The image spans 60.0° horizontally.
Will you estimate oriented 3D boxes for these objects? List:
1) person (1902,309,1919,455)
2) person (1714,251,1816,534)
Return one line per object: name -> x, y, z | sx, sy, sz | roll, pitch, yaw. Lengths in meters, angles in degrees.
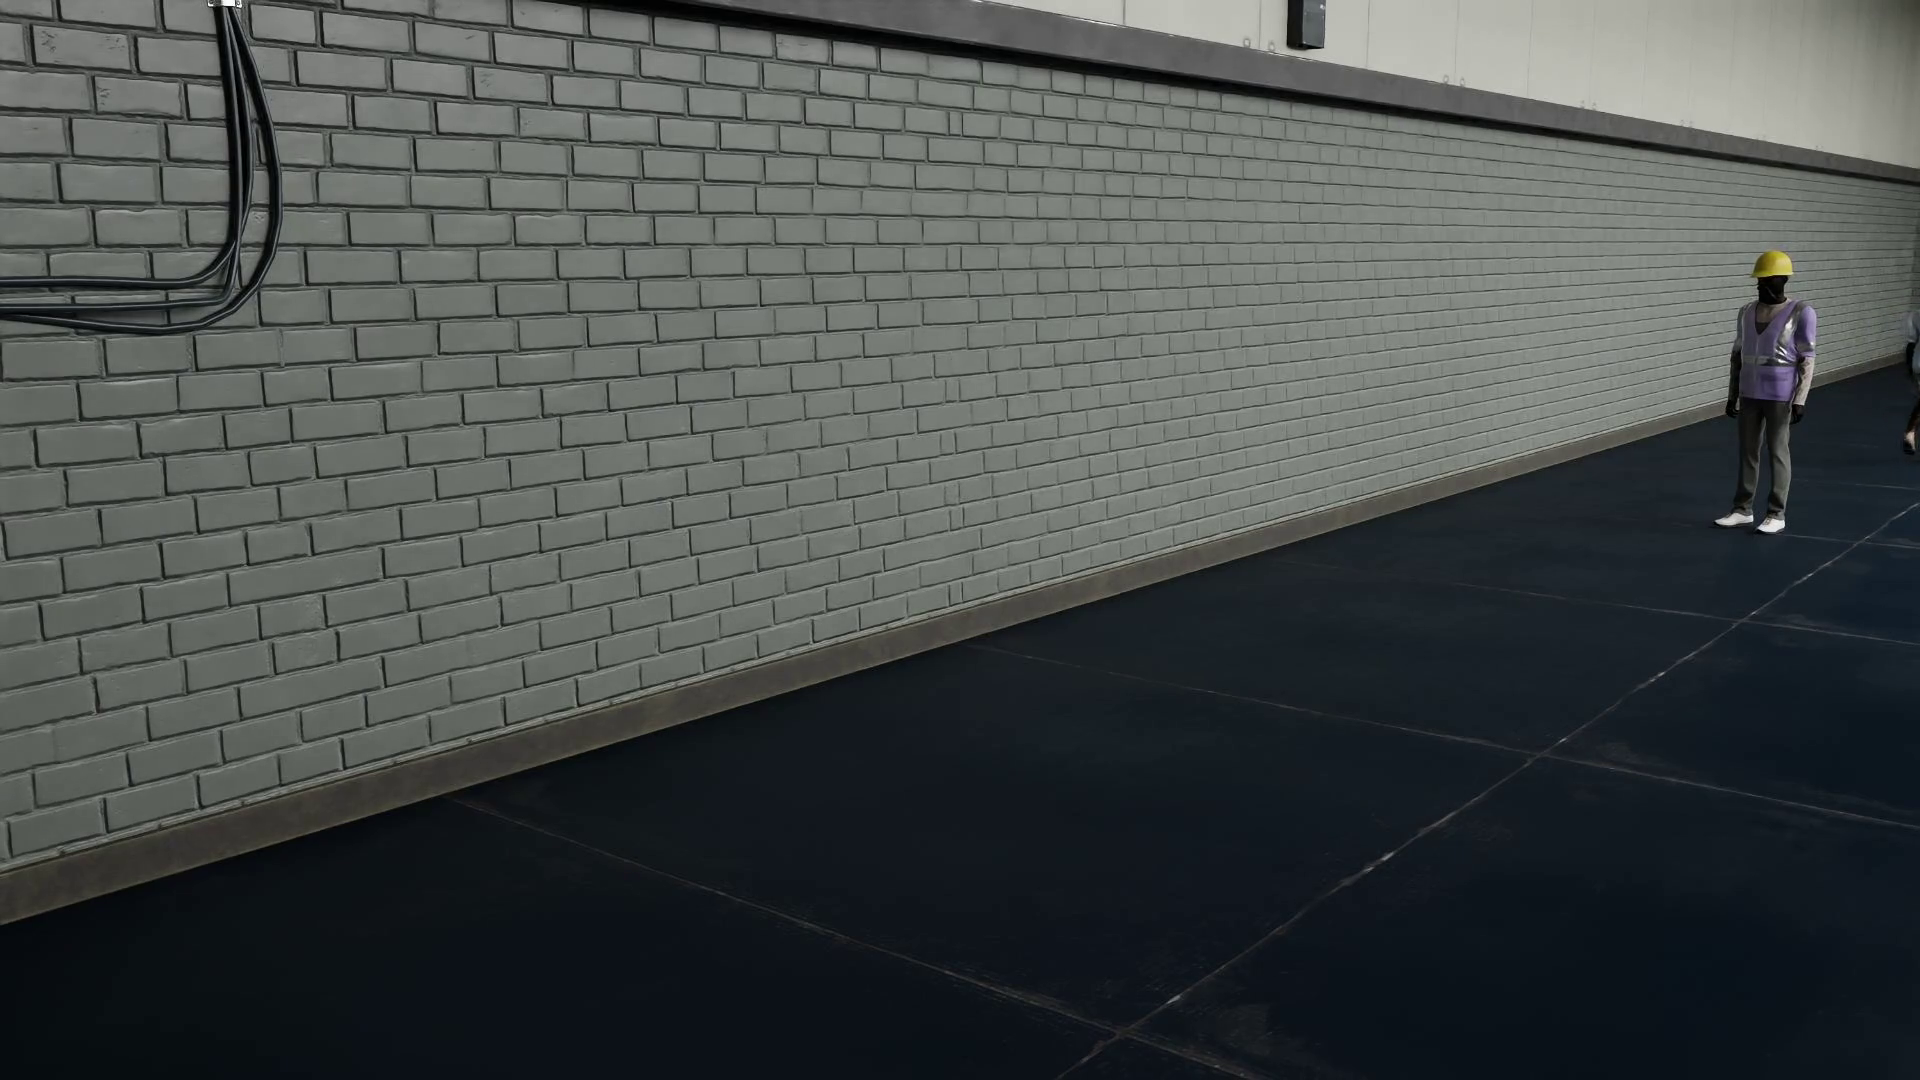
person -> 8.883, -1.552, 15.104 | 0.363, 1.684, 0.538 | -7, 13, -36
person -> 5.545, -1.015, 11.450 | 0.371, 1.925, 0.595 | -5, 12, -28
